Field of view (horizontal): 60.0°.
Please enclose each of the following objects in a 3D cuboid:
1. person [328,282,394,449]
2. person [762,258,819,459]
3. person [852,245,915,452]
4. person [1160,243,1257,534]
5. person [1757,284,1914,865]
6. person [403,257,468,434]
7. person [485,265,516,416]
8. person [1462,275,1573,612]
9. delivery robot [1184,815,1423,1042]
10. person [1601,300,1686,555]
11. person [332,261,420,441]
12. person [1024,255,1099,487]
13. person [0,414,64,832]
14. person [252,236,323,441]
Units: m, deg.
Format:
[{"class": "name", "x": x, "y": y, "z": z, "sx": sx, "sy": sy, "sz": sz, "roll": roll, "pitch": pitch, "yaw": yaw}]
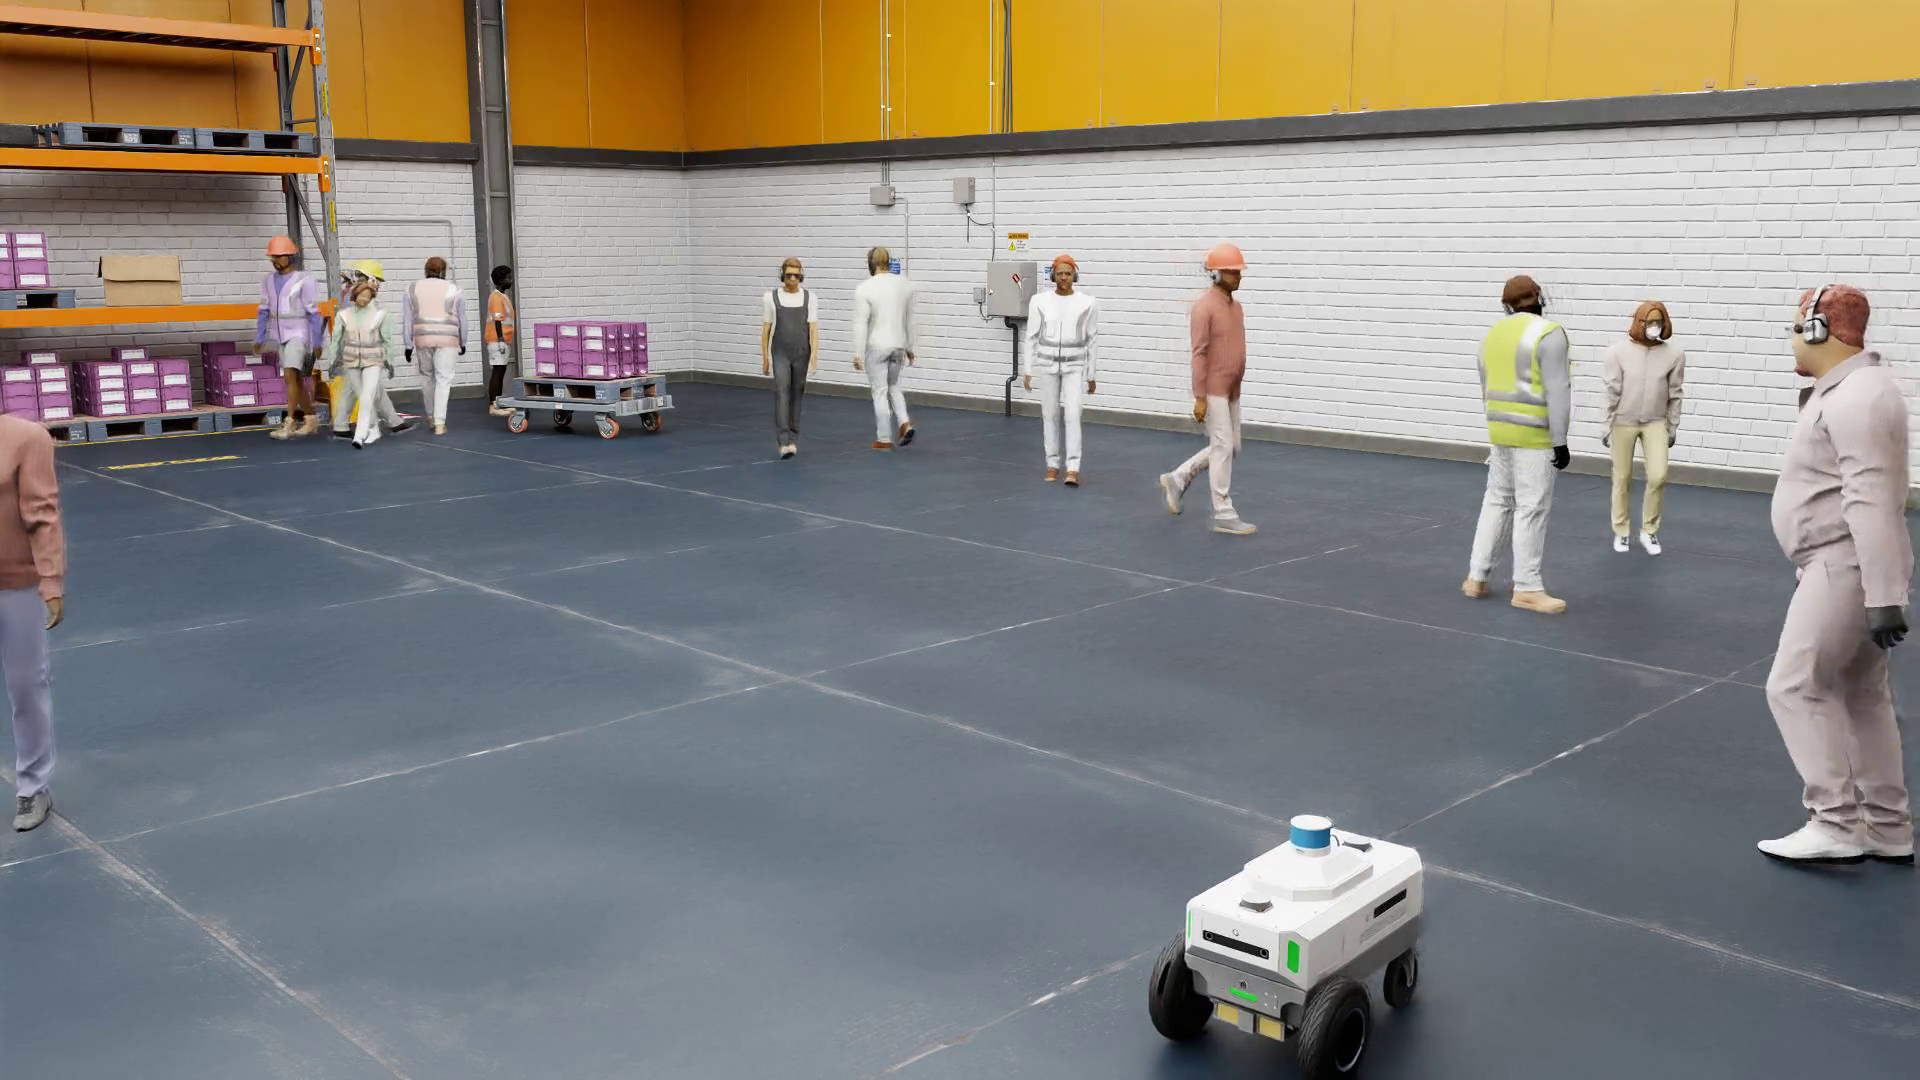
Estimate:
[{"class": "person", "x": -5.723, "y": -1.668, "z": 15.892, "sx": 0.569, "sy": 1.577, "sz": 0.898, "roll": 0, "pitch": 10, "yaw": -2}, {"class": "person", "x": -1.507, "y": -1.629, "z": 15.061, "sx": 0.502, "sy": 1.806, "sz": 0.885, "roll": -3, "pitch": 11, "yaw": -16}, {"class": "person", "x": -0.714, "y": -1.773, "z": 15.517, "sx": 0.657, "sy": 1.925, "sz": 0.449, "roll": -8, "pitch": 13, "yaw": -37}, {"class": "person", "x": 1.710, "y": -1.040, "z": 11.403, "sx": 0.741, "sy": 1.974, "sz": 0.621, "roll": 8, "pitch": 13, "yaw": 36}, {"class": "person", "x": 2.870, "y": 0.125, "z": 5.338, "sx": 0.555, "sy": 1.867, "sz": 0.663, "roll": 7, "pitch": 12, "yaw": 32}, {"class": "person", "x": -5.417, "y": -2.030, "z": 17.289, "sx": 0.631, "sy": 1.792, "sz": 0.915, "roll": -1, "pitch": 10, "yaw": -4}, {"class": "person", "x": -5.178, "y": -2.243, "z": 18.750, "sx": 0.323, "sy": 1.691, "sz": 0.535, "roll": -1, "pitch": 10, "yaw": -5}, {"class": "person", "x": 3.080, "y": -0.527, "z": 9.083, "sx": 0.431, "sy": 1.810, "sz": 0.700, "roll": -3, "pitch": 11, "yaw": -17}, {"class": "delivery robot", "x": 0.880, "y": 0.941, "z": 4.211, "sx": 0.477, "sy": 0.478, "sz": 0.707, "roll": 9, "pitch": 13, "yaw": 40}, {"class": "person", "x": 4.309, "y": -0.699, "z": 10.535, "sx": 0.505, "sy": 1.616, "sz": 0.499, "roll": 2, "pitch": 11, "yaw": 12}, {"class": "person", "x": -5.847, "y": -1.868, "z": 16.471, "sx": 0.905, "sy": 1.763, "sz": 0.602, "roll": -6, "pitch": 12, "yaw": -31}, {"class": "person", "x": 0.820, "y": -1.368, "z": 13.535, "sx": 0.584, "sy": 1.879, "sz": 0.565, "roll": 2, "pitch": 11, "yaw": 10}, {"class": "person", "x": -3.206, "y": 0.176, "z": 5.422, "sx": 0.527, "sy": 1.740, "sz": 0.770, "roll": -3, "pitch": 11, "yaw": -18}, {"class": "person", "x": -6.717, "y": -1.983, "z": 16.453, "sx": 0.617, "sy": 2.007, "sz": 0.918, "roll": 5, "pitch": 11, "yaw": 24}]
